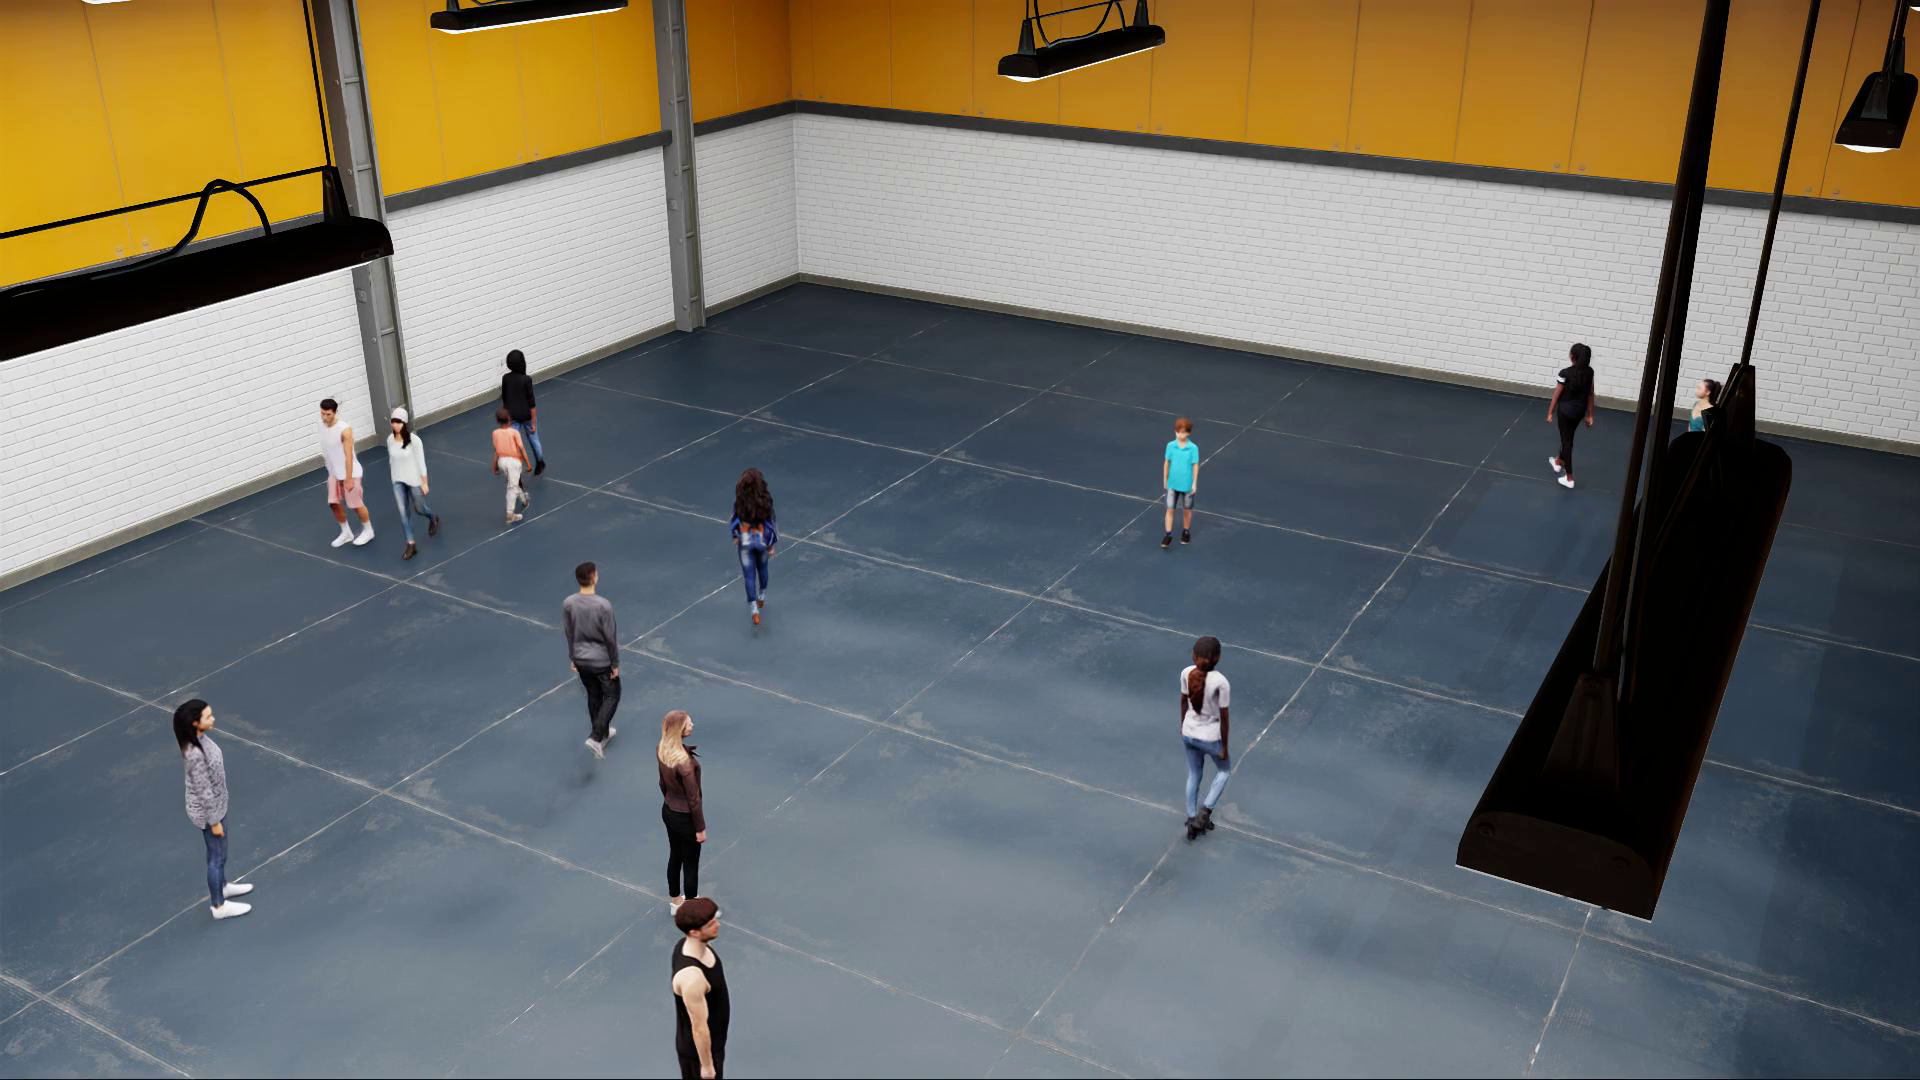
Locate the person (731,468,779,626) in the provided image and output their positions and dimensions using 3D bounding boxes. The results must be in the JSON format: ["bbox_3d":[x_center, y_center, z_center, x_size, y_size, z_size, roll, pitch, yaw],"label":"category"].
[{"bbox_3d":[-2.026,0.082,16.313,0.998,1.588,1.104,-4,24,-9],"label":"person"}]

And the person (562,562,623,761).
[{"bbox_3d":[-3.084,1.039,13.924,0.798,1.748,0.996,4,24,10],"label":"person"}]

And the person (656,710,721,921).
[{"bbox_3d":[-1.984,1.972,11.842,0.633,1.705,0.669,-18,29,-35],"label":"person"}]

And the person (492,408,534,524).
[{"bbox_3d":[-5.110,-0.820,18.765,0.700,1.276,0.930,7,24,15],"label":"person"}]

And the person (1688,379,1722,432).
[{"bbox_3d":[8.278,-0.994,18.655,0.674,1.682,0.585,-2,24,-5],"label":"person"}]

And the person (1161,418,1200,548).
[{"bbox_3d":[2.420,-0.649,18.156,0.591,1.450,0.674,8,25,17],"label":"person"}]

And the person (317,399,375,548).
[{"bbox_3d":[-6.631,-0.751,18.034,0.660,1.736,0.736,16,28,32],"label":"person"}]

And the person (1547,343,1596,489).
[{"bbox_3d":[7.270,-1.447,19.657,1.000,1.710,1.085,-4,24,-10],"label":"person"}]

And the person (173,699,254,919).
[{"bbox_3d":[-5.410,1.913,11.945,0.724,1.732,0.703,-11,26,-23],"label":"person"}]

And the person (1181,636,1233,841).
[{"bbox_3d":[1.834,1.557,12.780,0.653,1.715,0.659,18,29,35],"label":"person"}]

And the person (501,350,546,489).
[{"bbox_3d":[-5.201,-1.376,19.562,0.983,1.656,1.157,-2,24,-4],"label":"person"}]

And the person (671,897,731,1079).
[{"bbox_3d":[-1.486,2.865,9.567,0.822,1.891,0.742,-4,24,-9],"label":"person"}]

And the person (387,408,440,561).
[{"bbox_3d":[-5.910,-0.649,17.941,0.804,1.622,1.076,4,24,9],"label":"person"}]
